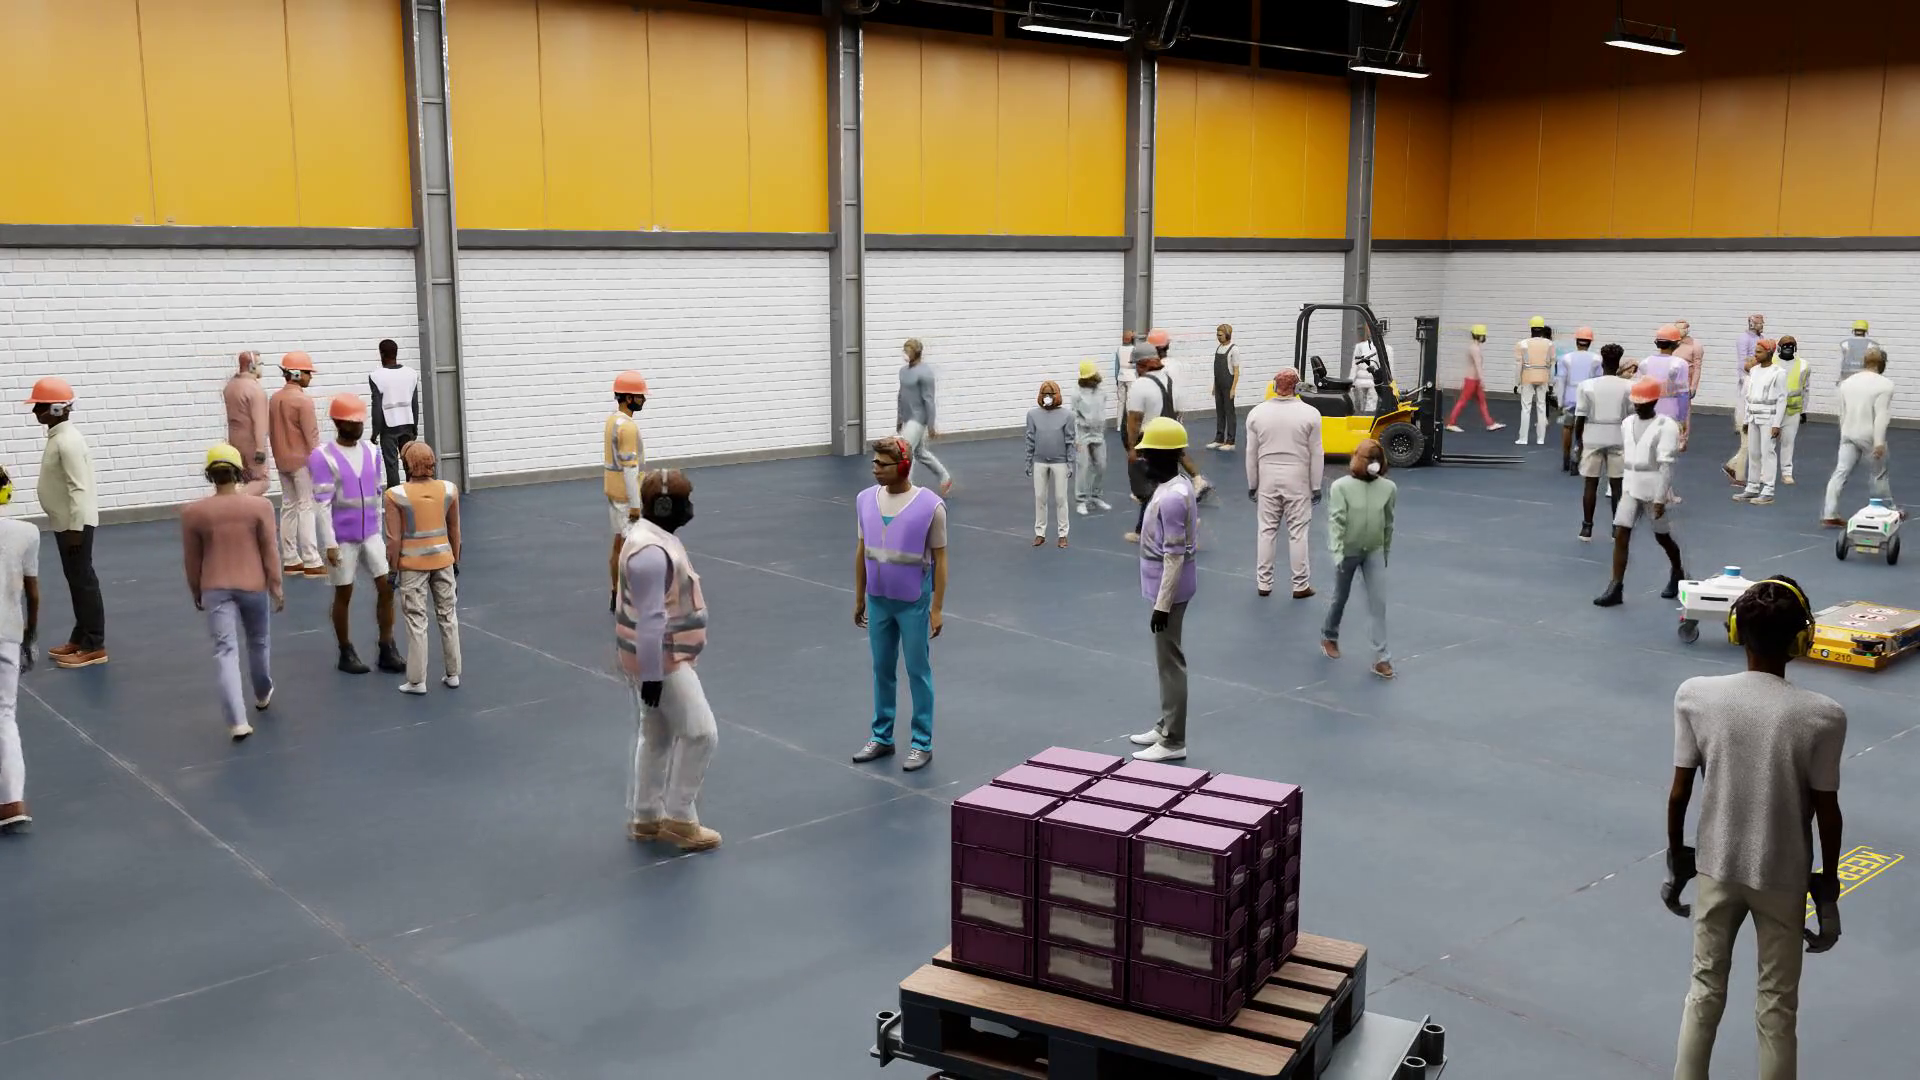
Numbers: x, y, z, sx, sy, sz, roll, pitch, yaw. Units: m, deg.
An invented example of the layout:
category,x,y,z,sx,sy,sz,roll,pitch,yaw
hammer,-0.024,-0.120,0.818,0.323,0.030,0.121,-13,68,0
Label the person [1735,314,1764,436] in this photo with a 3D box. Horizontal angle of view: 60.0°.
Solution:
category,x,y,z,sx,sy,sz,roll,pitch,yaw
person,12.426,-2.579,26.079,0.642,1.909,0.408,-8,12,-38

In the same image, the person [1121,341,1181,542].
category,x,y,z,sx,sy,sz,roll,pitch,yaw
person,1.915,-0.952,16.159,0.780,2.000,0.700,9,13,41

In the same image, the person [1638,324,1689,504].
category,x,y,z,sx,sy,sz,roll,pitch,yaw
person,7.992,-1.423,18.900,0.364,2.048,0.611,-7,12,-35

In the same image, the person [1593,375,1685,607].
category,x,y,z,sx,sy,sz,roll,pitch,yaw
person,5.603,-0.405,13.449,0.970,1.888,0.550,-6,11,-29

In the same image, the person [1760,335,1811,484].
category,x,y,z,sx,sy,sz,roll,pitch,yaw
person,10.170,-1.608,20.584,0.627,1.844,0.429,2,10,13

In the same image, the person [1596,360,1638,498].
category,x,y,z,sx,sy,sz,roll,pitch,yaw
person,7.624,-1.291,19.391,0.545,1.617,0.369,1,10,5

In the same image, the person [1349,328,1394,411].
category,x,y,z,sx,sy,sz,roll,pitch,yaw
person,6.048,-2.258,24.385,0.624,1.833,0.914,6,12,33

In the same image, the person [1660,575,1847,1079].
category,x,y,z,sx,sy,sz,roll,pitch,yaw
person,2.401,1.030,5.053,0.520,1.873,0.328,8,13,40

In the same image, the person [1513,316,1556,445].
category,x,y,z,sx,sy,sz,roll,pitch,yaw
person,8.547,-2.366,24.769,0.592,1.926,0.366,0,10,3

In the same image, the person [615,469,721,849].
category,x,y,z,sx,sy,sz,roll,pitch,yaw
person,-1.334,0.567,7.900,0.574,1.820,0.650,-1,10,-8

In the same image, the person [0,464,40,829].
category,x,y,z,sx,sy,sz,roll,pitch,yaw
person,-4.837,0.517,8.260,0.520,1.818,0.813,-4,11,-24

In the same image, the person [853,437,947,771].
category,x,y,z,sx,sy,sz,roll,pitch,yaw
person,-0.328,0.341,9.171,0.570,1.839,0.373,6,11,31

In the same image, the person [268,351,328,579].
category,x,y,z,sx,sy,sz,roll,pitch,yaw
person,-5.788,-0.659,14.592,0.610,1.989,0.391,7,12,36

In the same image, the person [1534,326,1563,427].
category,x,y,z,sx,sy,sz,roll,pitch,yaw
person,9.685,-2.686,27.362,0.468,1.672,0.563,-1,10,-7

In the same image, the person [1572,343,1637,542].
category,x,y,z,sx,sy,sz,roll,pitch,yaw
person,6.373,-0.958,16.412,0.613,1.963,0.362,3,10,17

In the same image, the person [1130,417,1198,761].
category,x,y,z,sx,sy,sz,roll,pitch,yaw
person,1.142,0.275,9.304,0.362,1.928,0.587,1,10,6

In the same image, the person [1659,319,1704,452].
category,x,y,z,sx,sy,sz,roll,pitch,yaw
person,10.349,-2.231,24.037,0.410,1.909,0.643,-9,13,-43

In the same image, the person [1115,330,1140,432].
category,x,y,z,sx,sy,sz,roll,pitch,yaw
person,2.692,-2.528,26.567,0.517,1.636,0.313,9,14,44

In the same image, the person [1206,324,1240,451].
category,x,y,z,sx,sy,sz,roll,pitch,yaw
person,3.835,-2.209,24.108,0.344,1.839,0.504,-5,11,-28

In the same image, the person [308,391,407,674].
category,x,y,z,sx,sy,sz,roll,pitch,yaw
person,-3.989,-0.024,11.093,0.671,1.917,0.560,7,12,37

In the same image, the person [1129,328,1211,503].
category,x,y,z,sx,sy,sz,roll,pitch,yaw
person,2.383,-1.388,18.825,0.962,2.007,0.628,7,12,36

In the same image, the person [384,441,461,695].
category,x,y,z,sx,sy,sz,roll,pitch,yaw
person,-3.443,0.180,10.705,0.514,1.641,0.308,-9,13,-43

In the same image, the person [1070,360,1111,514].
category,x,y,z,sx,sy,sz,roll,pitch,yaw
person,1.402,-1.116,18.095,0.519,1.701,0.449,-6,11,-29

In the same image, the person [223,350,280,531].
category,x,y,z,sx,sy,sz,roll,pitch,yaw
person,-7.169,-0.956,16.644,0.657,1.890,0.644,9,13,41

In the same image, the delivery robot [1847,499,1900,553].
category,x,y,z,sx,sy,sz,roll,pitch,yaw
delivery robot,8.493,-0.140,15.455,0.477,0.478,0.707,7,11,36

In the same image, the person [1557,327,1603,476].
category,x,y,z,sx,sy,sz,roll,pitch,yaw
person,8.056,-1.809,21.587,0.548,1.893,0.919,5,11,25

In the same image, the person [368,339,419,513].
category,x,y,z,sx,sy,sz,roll,pitch,yaw
person,-6.175,-1.237,18.192,0.392,1.917,0.592,7,12,35

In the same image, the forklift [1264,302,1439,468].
category,x,y,z,sx,sy,sz,roll,pitch,yaw
forklift,5.320,-2.157,22.763,2.313,2.155,1.214,3,10,16

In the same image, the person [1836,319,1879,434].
category,x,y,z,sx,sy,sz,roll,pitch,yaw
person,14.154,-2.569,26.242,0.600,1.827,0.404,6,12,33

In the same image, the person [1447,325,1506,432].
category,x,y,z,sx,sy,sz,roll,pitch,yaw
person,8.259,-2.568,26.559,0.927,1.710,0.549,2,10,14

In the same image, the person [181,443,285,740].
category,x,y,z,sx,sy,sz,roll,pitch,yaw
person,-4.310,0.281,9.896,0.535,1.701,0.946,-4,10,-20

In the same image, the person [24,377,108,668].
category,x,y,z,sx,sy,sz,roll,pitch,yaw
person,-6.137,-0.123,11.438,0.387,1.996,0.611,-7,12,-34

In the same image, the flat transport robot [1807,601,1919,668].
category,x,y,z,sx,sy,sz,roll,pitch,yaw
flat transport robot,6.479,0.657,11.911,1.431,0.197,0.652,-9,13,-42

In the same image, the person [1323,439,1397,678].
category,x,y,z,sx,sy,sz,roll,pitch,yaw
person,2.732,0.094,11.370,0.501,1.591,0.867,-1,10,-7

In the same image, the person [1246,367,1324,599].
category,x,y,z,sx,sy,sz,roll,pitch,yaw
person,2.687,-0.471,13.730,0.636,1.911,0.404,4,11,24

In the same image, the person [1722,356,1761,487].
category,x,y,z,sx,sy,sz,roll,pitch,yaw
person,9.631,-1.443,20.282,0.362,1.621,0.497,5,11,26

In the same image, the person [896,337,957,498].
category,x,y,z,sx,sy,sz,roll,pitch,yaw
person,-0.449,-1.359,18.962,0.957,1.912,0.634,-5,11,-26

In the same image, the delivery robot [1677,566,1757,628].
category,x,y,z,sx,sy,sz,roll,pitch,yaw
delivery robot,5.609,0.435,12.107,0.707,0.478,0.477,3,10,20

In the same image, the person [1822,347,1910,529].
category,x,y,z,sx,sy,sz,roll,pitch,yaw
person,9.387,-1.045,17.191,1.026,1.875,0.647,-3,10,-19

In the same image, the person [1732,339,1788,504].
category,x,y,z,sx,sy,sz,roll,pitch,yaw
person,9.130,-1.346,18.921,0.338,1.882,0.582,-2,10,-11

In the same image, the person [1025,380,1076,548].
category,x,y,z,sx,sy,sz,roll,pitch,yaw
person,0.875,-0.734,16.104,0.502,1.626,0.282,3,10,17

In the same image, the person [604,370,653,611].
category,x,y,z,sx,sy,sz,roll,pitch,yaw
person,-2.580,-0.359,13.015,0.383,1.932,0.541,-4,11,-24
